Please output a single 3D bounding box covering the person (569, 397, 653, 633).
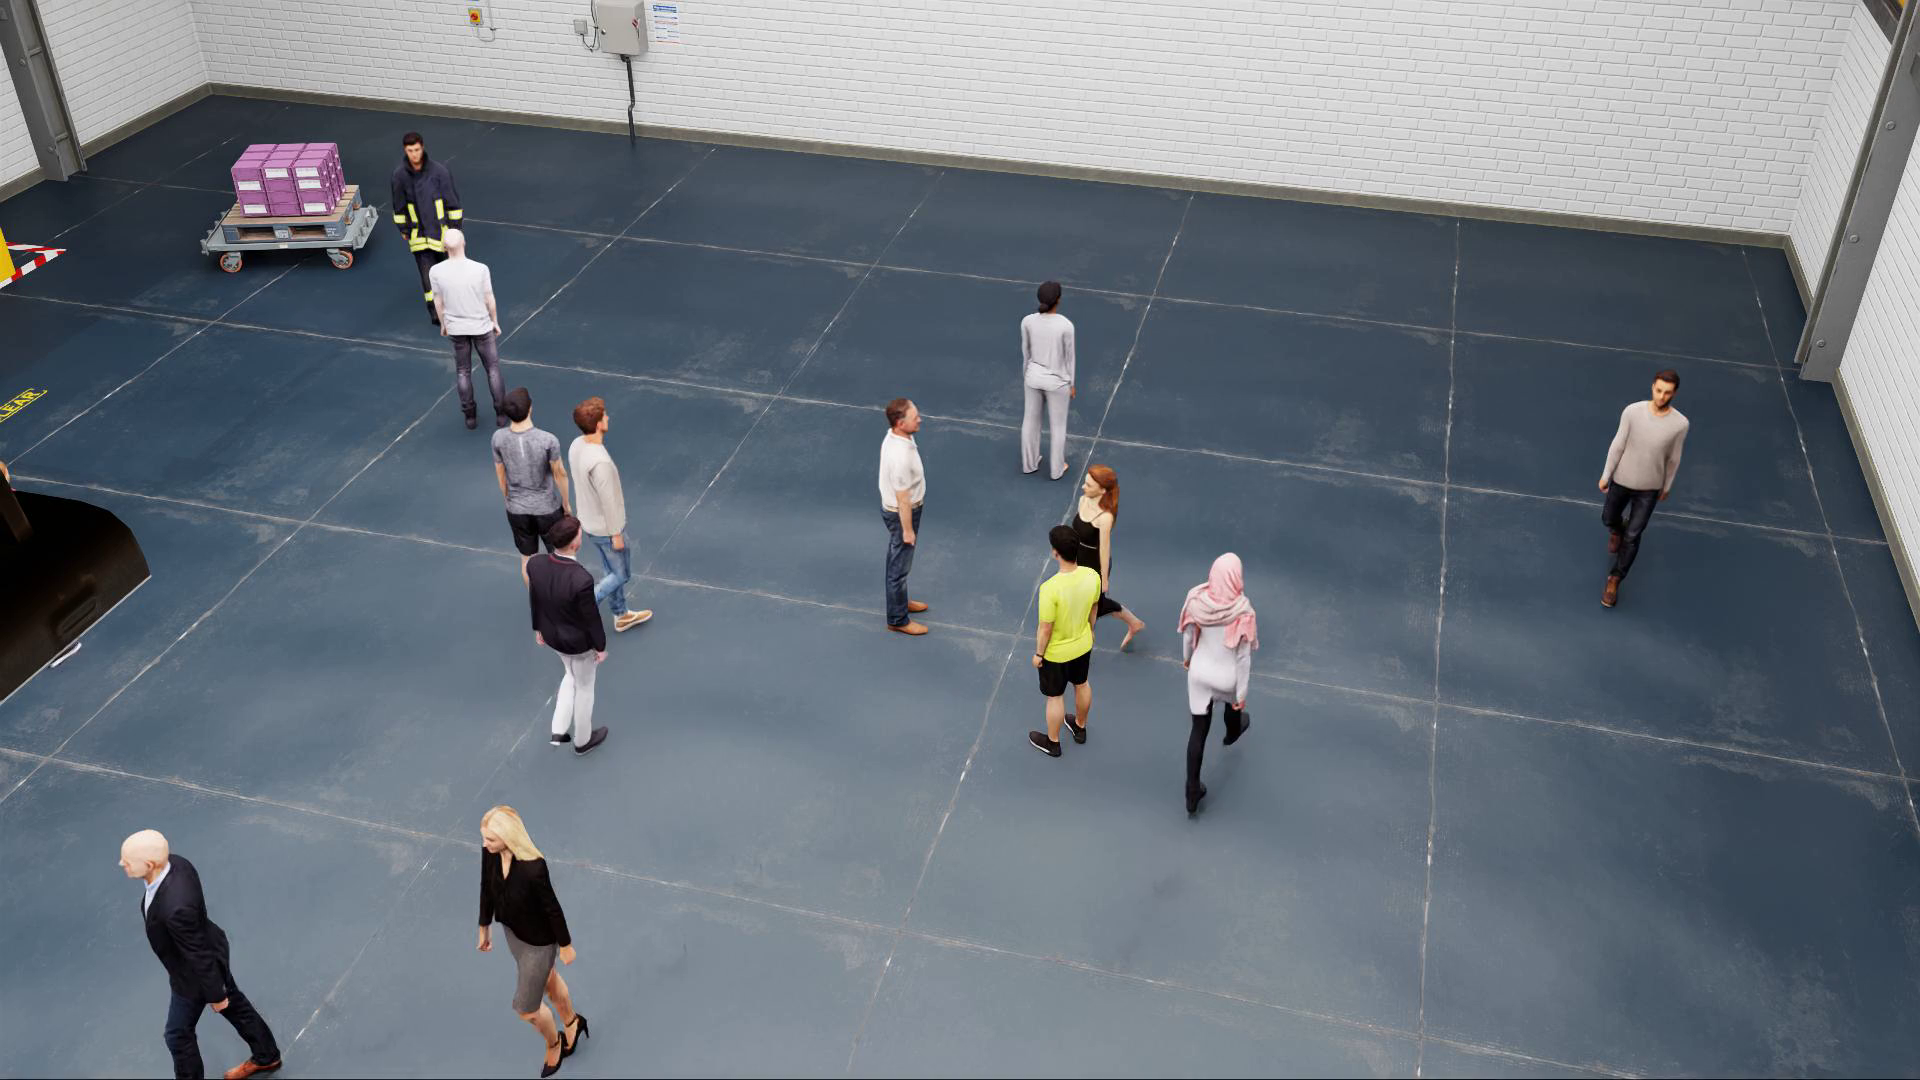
[{"bbox_3d":[-2.591,-0.095,11.750,1.057,1.889,0.991,-19,38,-26],"label":"person"}]

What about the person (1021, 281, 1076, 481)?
[{"bbox_3d":[0.724,-1.315,13.728,0.658,1.733,0.602,16,37,22],"label":"person"}]

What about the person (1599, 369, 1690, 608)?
[{"bbox_3d":[5.025,-0.466,12.344,0.826,1.849,1.169,15,37,22],"label":"person"}]

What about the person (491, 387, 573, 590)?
[{"bbox_3d":[-3.074,-0.251,12.002,0.696,1.871,0.629,2,34,3],"label":"person"}]

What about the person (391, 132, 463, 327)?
[{"bbox_3d":[-5.181,-3.102,16.283,1.169,1.879,1.319,-9,35,-13],"label":"person"}]

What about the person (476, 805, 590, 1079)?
[{"bbox_3d":[-2.139,2.022,8.625,0.755,1.823,0.788,21,39,28],"label":"person"}]

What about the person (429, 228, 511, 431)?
[{"bbox_3d":[-4.251,-1.825,14.406,0.741,1.832,0.712,-4,34,-6],"label":"person"}]

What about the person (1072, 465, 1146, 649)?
[{"bbox_3d":[1.000,0.183,11.600,1.002,1.592,1.073,-9,35,-14],"label":"person"}]

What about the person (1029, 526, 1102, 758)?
[{"bbox_3d":[0.696,0.654,10.789,0.682,1.706,0.755,-20,39,-27],"label":"person"}]

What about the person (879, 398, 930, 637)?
[{"bbox_3d":[-0.434,-0.193,11.929,0.778,1.856,0.608,0,34,0],"label":"person"}]

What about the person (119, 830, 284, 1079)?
[{"bbox_3d":[-3.804,2.145,8.486,1.082,1.773,1.036,-15,36,-21],"label":"person"}]

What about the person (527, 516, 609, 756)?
[{"bbox_3d":[-2.541,0.690,10.630,0.754,1.822,0.765,15,37,22],"label":"person"}]

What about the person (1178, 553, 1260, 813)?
[{"bbox_3d":[1.561,0.922,10.344,0.829,1.752,1.218,16,37,23],"label":"person"}]
